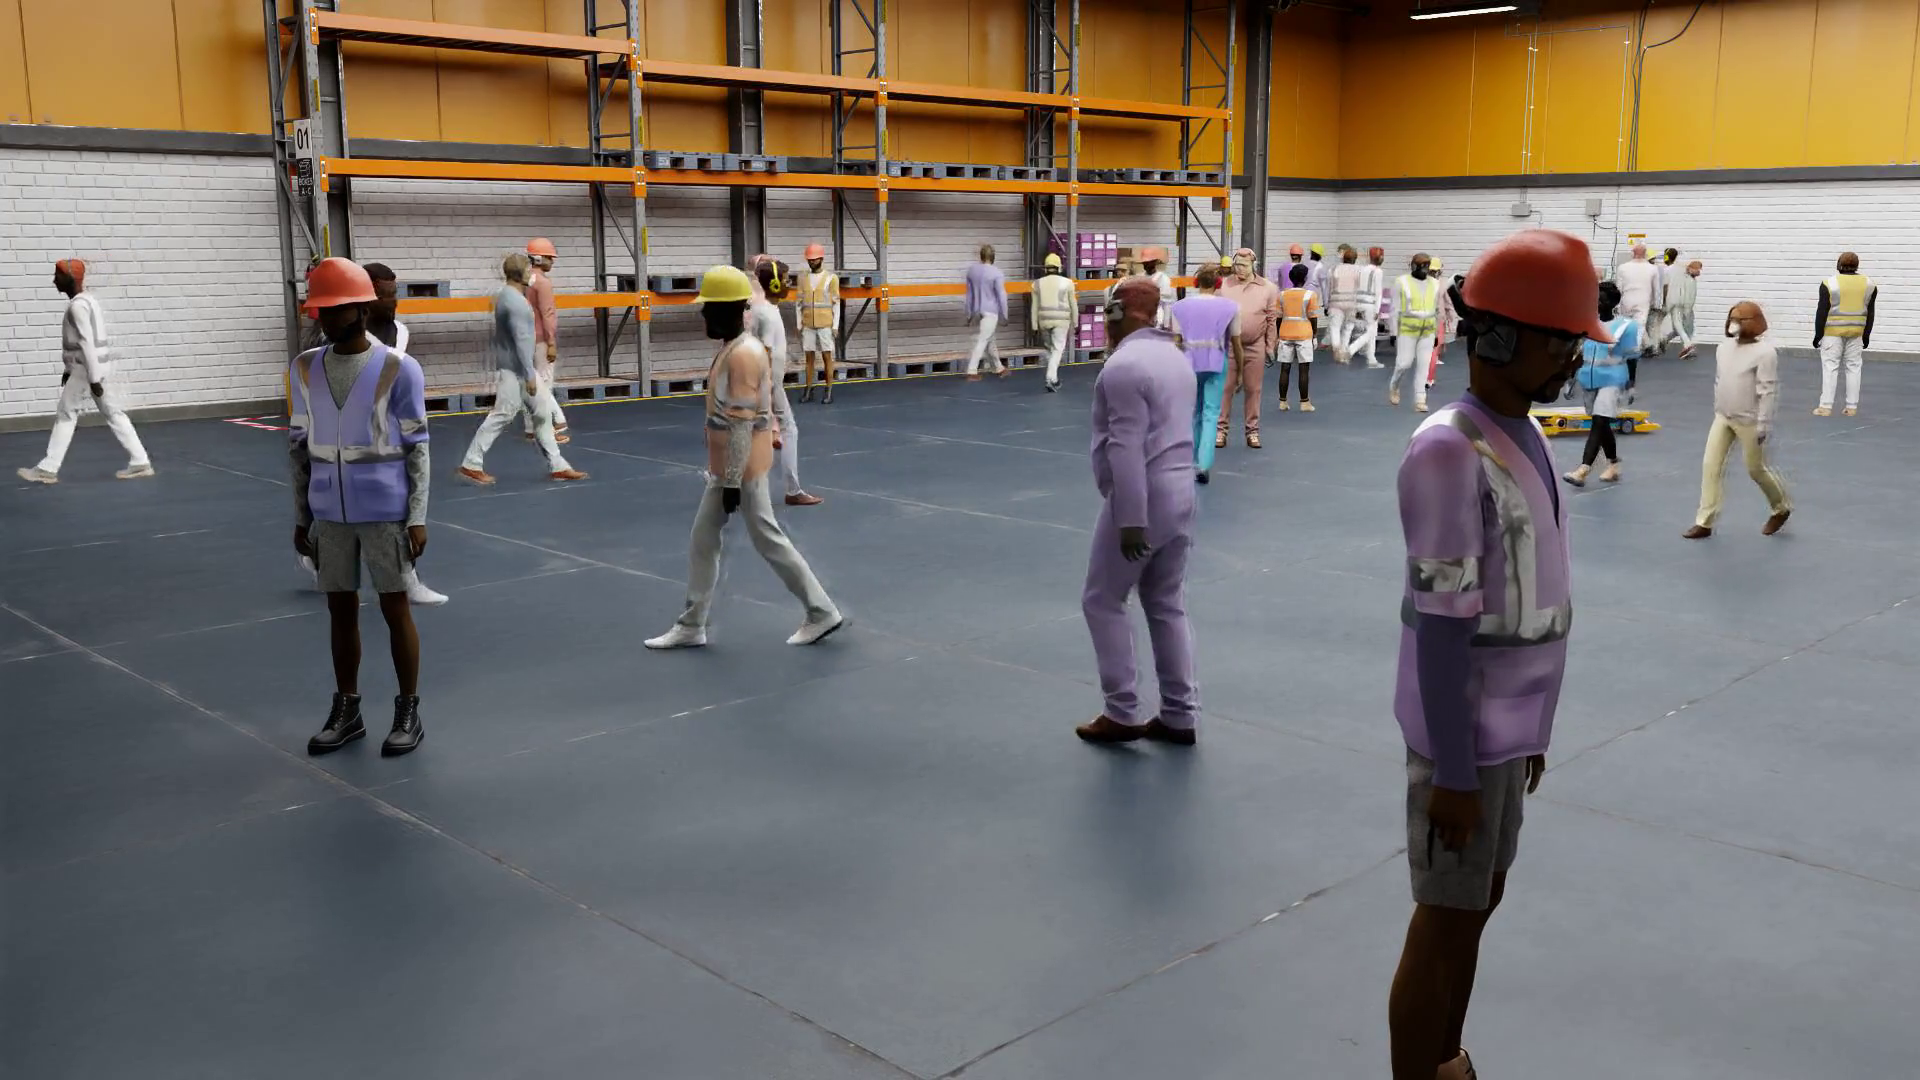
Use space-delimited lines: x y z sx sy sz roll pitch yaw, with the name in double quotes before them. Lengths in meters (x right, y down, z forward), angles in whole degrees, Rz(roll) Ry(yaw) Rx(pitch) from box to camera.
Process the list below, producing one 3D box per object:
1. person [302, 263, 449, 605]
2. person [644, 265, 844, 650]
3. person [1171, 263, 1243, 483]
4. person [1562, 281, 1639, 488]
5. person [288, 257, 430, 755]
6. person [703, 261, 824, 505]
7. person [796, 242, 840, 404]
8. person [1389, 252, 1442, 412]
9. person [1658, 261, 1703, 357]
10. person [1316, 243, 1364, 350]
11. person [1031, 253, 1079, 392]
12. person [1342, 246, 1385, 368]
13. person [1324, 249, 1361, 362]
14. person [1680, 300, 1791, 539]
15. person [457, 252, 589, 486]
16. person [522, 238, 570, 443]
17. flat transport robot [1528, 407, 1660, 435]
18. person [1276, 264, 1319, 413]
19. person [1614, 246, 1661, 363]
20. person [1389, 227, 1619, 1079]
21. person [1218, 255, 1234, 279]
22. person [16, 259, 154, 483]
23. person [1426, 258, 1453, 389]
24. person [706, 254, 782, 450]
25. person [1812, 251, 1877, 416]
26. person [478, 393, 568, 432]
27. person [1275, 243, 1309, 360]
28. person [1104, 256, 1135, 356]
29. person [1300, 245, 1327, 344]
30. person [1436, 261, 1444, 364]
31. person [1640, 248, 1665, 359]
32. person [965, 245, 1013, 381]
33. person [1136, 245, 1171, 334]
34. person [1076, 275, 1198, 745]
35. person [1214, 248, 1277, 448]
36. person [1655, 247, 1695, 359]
"person" -3.289 -0.583 9.173 0.896 1.884 0.588 2 11 10
"person" -1.033 -0.389 8.097 0.964 1.888 0.600 -3 11 -15
"person" 2.035 -1.387 13.778 0.586 1.801 0.951 3 11 14
"person" 5.162 -1.258 13.446 0.894 1.645 0.545 -7 13 -35
"person" -2.342 -0.118 6.469 0.551 1.936 0.356 1 10 6
"person" -1.475 -1.151 12.378 0.822 1.847 0.533 -3 11 -16
"person" -1.721 -2.593 19.973 0.552 1.932 0.377 3 11 16
"person" 5.244 -2.397 19.189 0.643 1.829 0.598 -2 11 -10
"person" 11.985 -3.832 27.623 0.587 1.611 0.509 6 12 31
"person" 6.787 -4.268 29.219 0.986 1.898 0.626 -1 10 -8
"person" 1.208 -2.819 21.602 0.595 1.798 0.889 5 11 24
"person" 6.137 -3.504 25.164 0.740 1.865 0.593 -3 11 -17
"person" 6.098 -3.702 26.393 0.637 1.808 0.755 2 11 11
"person" 5.260 -0.801 11.115 0.795 1.605 0.507 -4 11 -20
"person" -3.606 -1.372 13.454 1.040 1.893 0.641 -3 11 -15
"person" -4.088 -1.935 16.229 0.392 1.990 0.614 -8 13 -36
"flat transport robot" 6.395 -1.238 17.121 1.431 0.197 0.652 -3 11 -16
"person" 3.855 -2.304 19.045 0.531 1.698 0.320 7 13 34
"person" 10.815 -3.760 26.564 0.670 1.848 1.005 5 11 25
"person" 1.103 0.388 3.444 0.382 2.037 0.606 6 12 30
"person" 4.126 -3.603 26.083 0.492 1.709 0.772 2 11 13
"person" -7.224 -1.383 13.684 1.005 1.832 0.581 -3 11 -15
"person" 6.203 -2.857 21.983 0.549 1.713 0.895 6 12 30
"person" -1.995 -1.760 15.657 0.801 1.859 0.655 4 11 23
"person" 9.882 -2.302 18.640 0.634 1.841 0.429 1 10 4
"person" -4.465 -1.870 16.994 0.886 1.583 0.505 -4 11 -19
"person" 5.412 -3.882 27.143 0.545 1.900 0.991 5 12 28
"person" 1.821 -2.181 18.082 0.527 1.811 0.922 5 11 23
"person" 6.251 -4.341 29.732 0.836 1.857 0.595 -10 14 -44
"person" 7.425 -3.585 26.233 0.503 1.620 0.521 8 13 36
"person" 11.231 -3.847 27.154 0.609 1.806 0.464 -6 12 -30
"person" 0.390 -3.160 23.216 1.006 1.888 0.646 -10 14 -44
"person" 2.550 -2.880 21.648 0.891 1.903 0.539 -7 13 -35
"person" 0.758 -0.112 6.650 0.549 1.860 0.678 7 13 34
"person" 2.688 -1.816 15.838 0.644 1.900 0.400 1 10 6
"person" 11.763 -3.904 27.404 0.525 1.836 0.907 -5 12 -25
